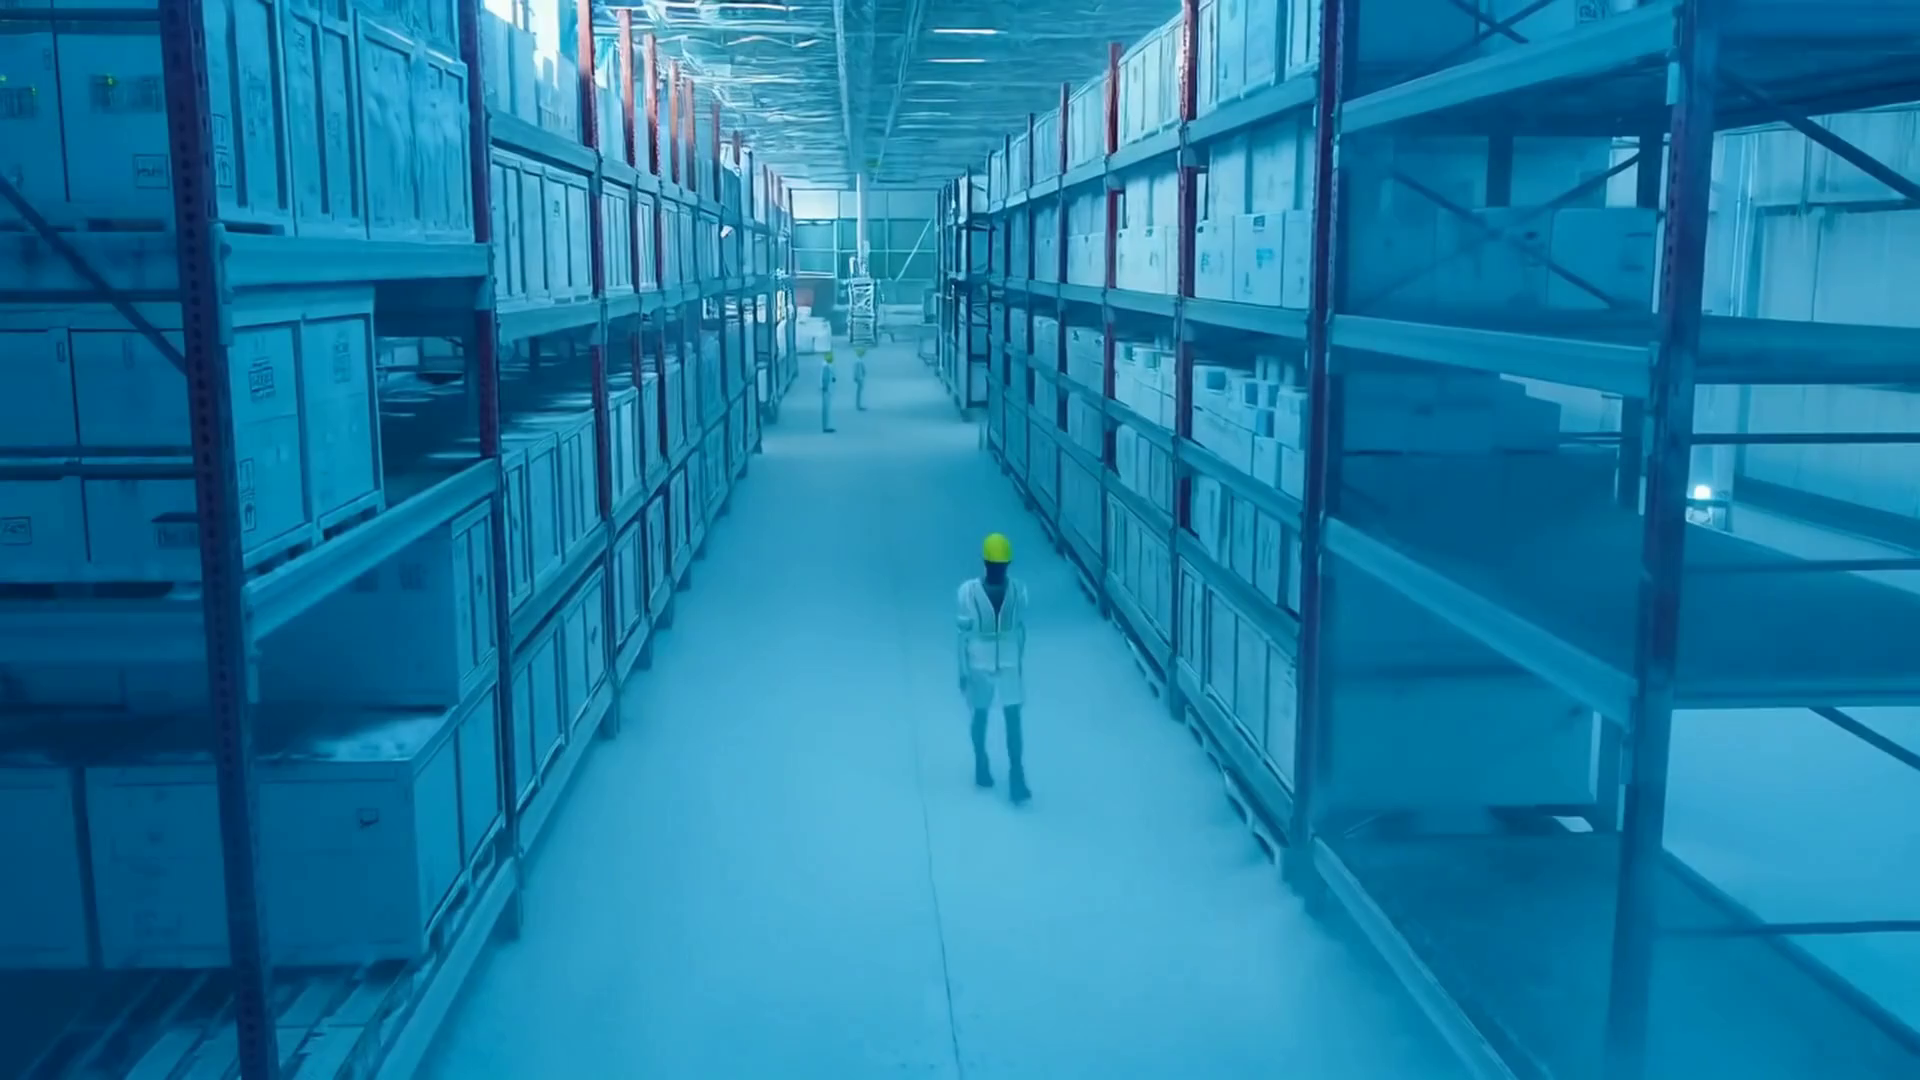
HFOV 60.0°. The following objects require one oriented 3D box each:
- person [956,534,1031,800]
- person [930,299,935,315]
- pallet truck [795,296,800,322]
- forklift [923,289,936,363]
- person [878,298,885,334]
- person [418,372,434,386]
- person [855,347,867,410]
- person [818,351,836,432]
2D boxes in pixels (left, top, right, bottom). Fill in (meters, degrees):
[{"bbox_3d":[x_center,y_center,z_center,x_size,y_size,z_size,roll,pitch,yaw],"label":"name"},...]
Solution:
[{"bbox_3d":[0.260,0.915,11.927,0.556,1.899,0.915,-2,10,-12],"label":"person"},{"bbox_3d":[-1.507,-11.847,88.189,0.570,1.889,0.554,9,13,44],"label":"person"},{"bbox_3d":[-8.622,-12.439,91.403,1.885,1.965,0.823,2,10,13],"label":"pallet truck"},{"bbox_3d":[-0.834,-8.187,63.371,1.129,2.768,1.873,-1,10,-3],"label":"forklift"},{"bbox_3d":[-4.234,-12.040,89.198,0.370,1.939,0.631,-1,10,-4],"label":"person"},{"bbox_3d":[-9.030,-1.847,28.188,0.634,1.982,1.080,-2,10,-12],"label":"person"},{"bbox_3d":[-2.577,-4.188,43.201,0.280,1.633,0.502,-1,10,-4],"label":"person"},{"bbox_3d":[-3.013,-3.357,37.605,0.387,1.846,0.566,-1,10,-4],"label":"person"}]
